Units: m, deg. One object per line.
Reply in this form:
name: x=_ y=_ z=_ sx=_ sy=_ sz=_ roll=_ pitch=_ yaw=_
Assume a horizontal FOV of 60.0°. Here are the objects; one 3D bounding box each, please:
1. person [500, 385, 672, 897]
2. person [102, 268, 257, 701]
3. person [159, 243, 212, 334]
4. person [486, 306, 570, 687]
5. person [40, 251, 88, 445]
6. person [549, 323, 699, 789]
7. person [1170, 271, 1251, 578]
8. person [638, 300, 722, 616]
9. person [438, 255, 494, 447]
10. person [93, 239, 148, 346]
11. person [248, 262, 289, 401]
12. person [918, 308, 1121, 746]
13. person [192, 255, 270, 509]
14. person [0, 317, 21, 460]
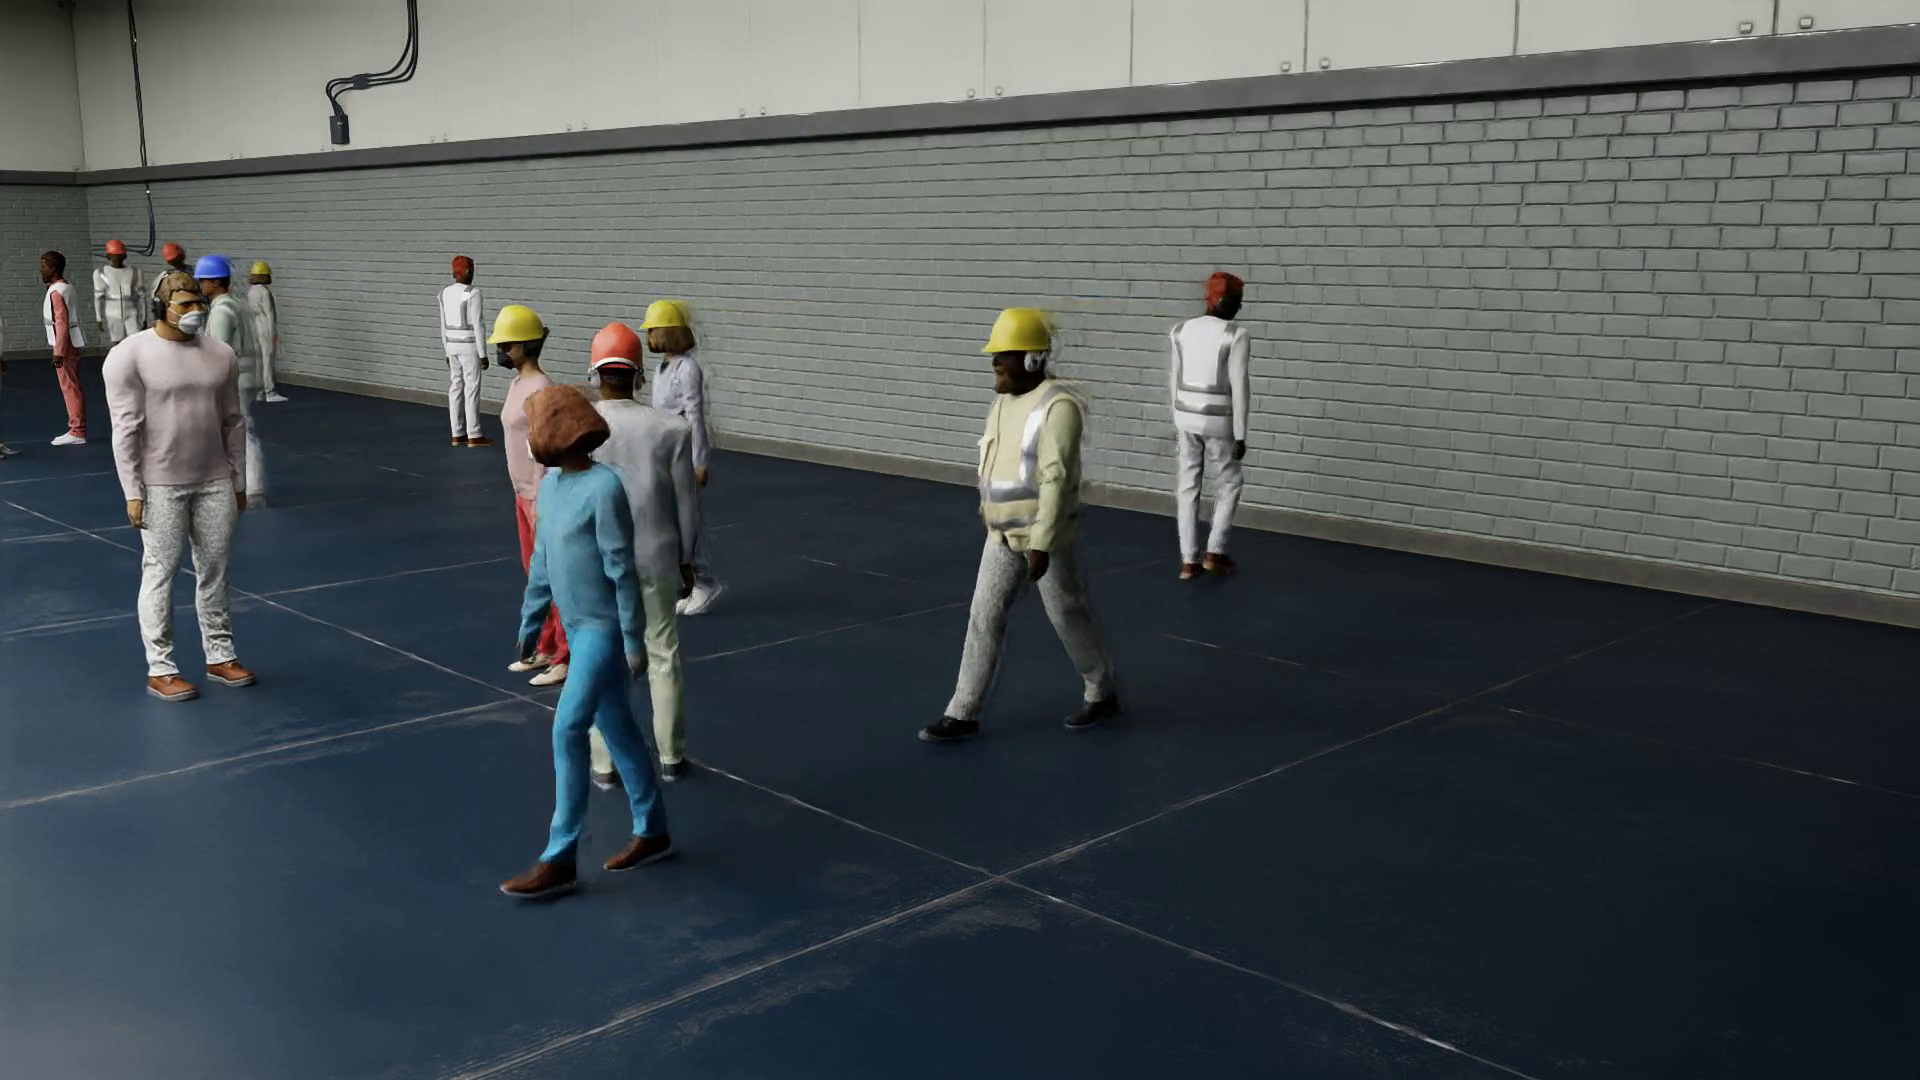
person: x=-1.265 y=0.316 z=5.312 sx=0.743 sy=1.593 sz=0.524 roll=-8 pitch=13 yaw=-36
person: x=-3.504 y=-0.251 z=7.528 sx=0.362 sy=1.932 sz=0.630 roll=7 pitch=12 yaw=33
person: x=-10.355 y=-2.996 z=22.367 sx=0.689 sy=1.972 sz=0.870 roll=-5 pitch=12 yaw=-26
person: x=-1.994 y=-0.203 z=7.734 sx=0.345 sy=1.760 sz=0.533 roll=-5 pitch=12 yaw=-26
person: x=-8.936 y=-1.912 z=16.606 sx=0.392 sy=1.919 sz=0.590 roll=-4 pitch=11 yaw=-21
person: x=-1.266 y=0.063 z=6.279 sx=0.563 sy=1.752 sz=0.327 roll=-3 pitch=11 yaw=-18
person: x=1.543 y=-0.691 z=10.104 sx=0.569 sy=1.867 sz=0.505 roll=7 pitch=13 yaw=34
person: x=-1.533 y=-0.426 z=8.993 sx=0.388 sy=1.727 sz=0.513 roll=-6 pitch=12 yaw=-28
person: x=-4.879 y=-1.855 z=16.407 sx=0.575 sy=1.880 sz=0.359 roll=7 pitch=12 yaw=33
person: x=-11.156 y=-2.976 z=22.124 sx=0.631 sy=2.013 sz=0.794 roll=-5 pitch=12 yaw=-27
person: x=-8.725 y=-2.612 z=20.899 sx=0.485 sy=1.744 sz=0.295 roll=8 pitch=13 yaw=38
person: x=0.304 y=-0.052 z=6.837 sx=0.918 sy=1.795 sz=0.596 roll=-7 pitch=12 yaw=-33
person: x=-5.621 y=-1.165 z=12.503 sx=0.754 sy=1.922 sz=0.646 roll=-3 pitch=11 yaw=-18
person: x=-9.101 y=-1.674 z=15.491 sx=0.382 sy=1.849 sz=0.571 roll=-1 pitch=10 yaw=-5
